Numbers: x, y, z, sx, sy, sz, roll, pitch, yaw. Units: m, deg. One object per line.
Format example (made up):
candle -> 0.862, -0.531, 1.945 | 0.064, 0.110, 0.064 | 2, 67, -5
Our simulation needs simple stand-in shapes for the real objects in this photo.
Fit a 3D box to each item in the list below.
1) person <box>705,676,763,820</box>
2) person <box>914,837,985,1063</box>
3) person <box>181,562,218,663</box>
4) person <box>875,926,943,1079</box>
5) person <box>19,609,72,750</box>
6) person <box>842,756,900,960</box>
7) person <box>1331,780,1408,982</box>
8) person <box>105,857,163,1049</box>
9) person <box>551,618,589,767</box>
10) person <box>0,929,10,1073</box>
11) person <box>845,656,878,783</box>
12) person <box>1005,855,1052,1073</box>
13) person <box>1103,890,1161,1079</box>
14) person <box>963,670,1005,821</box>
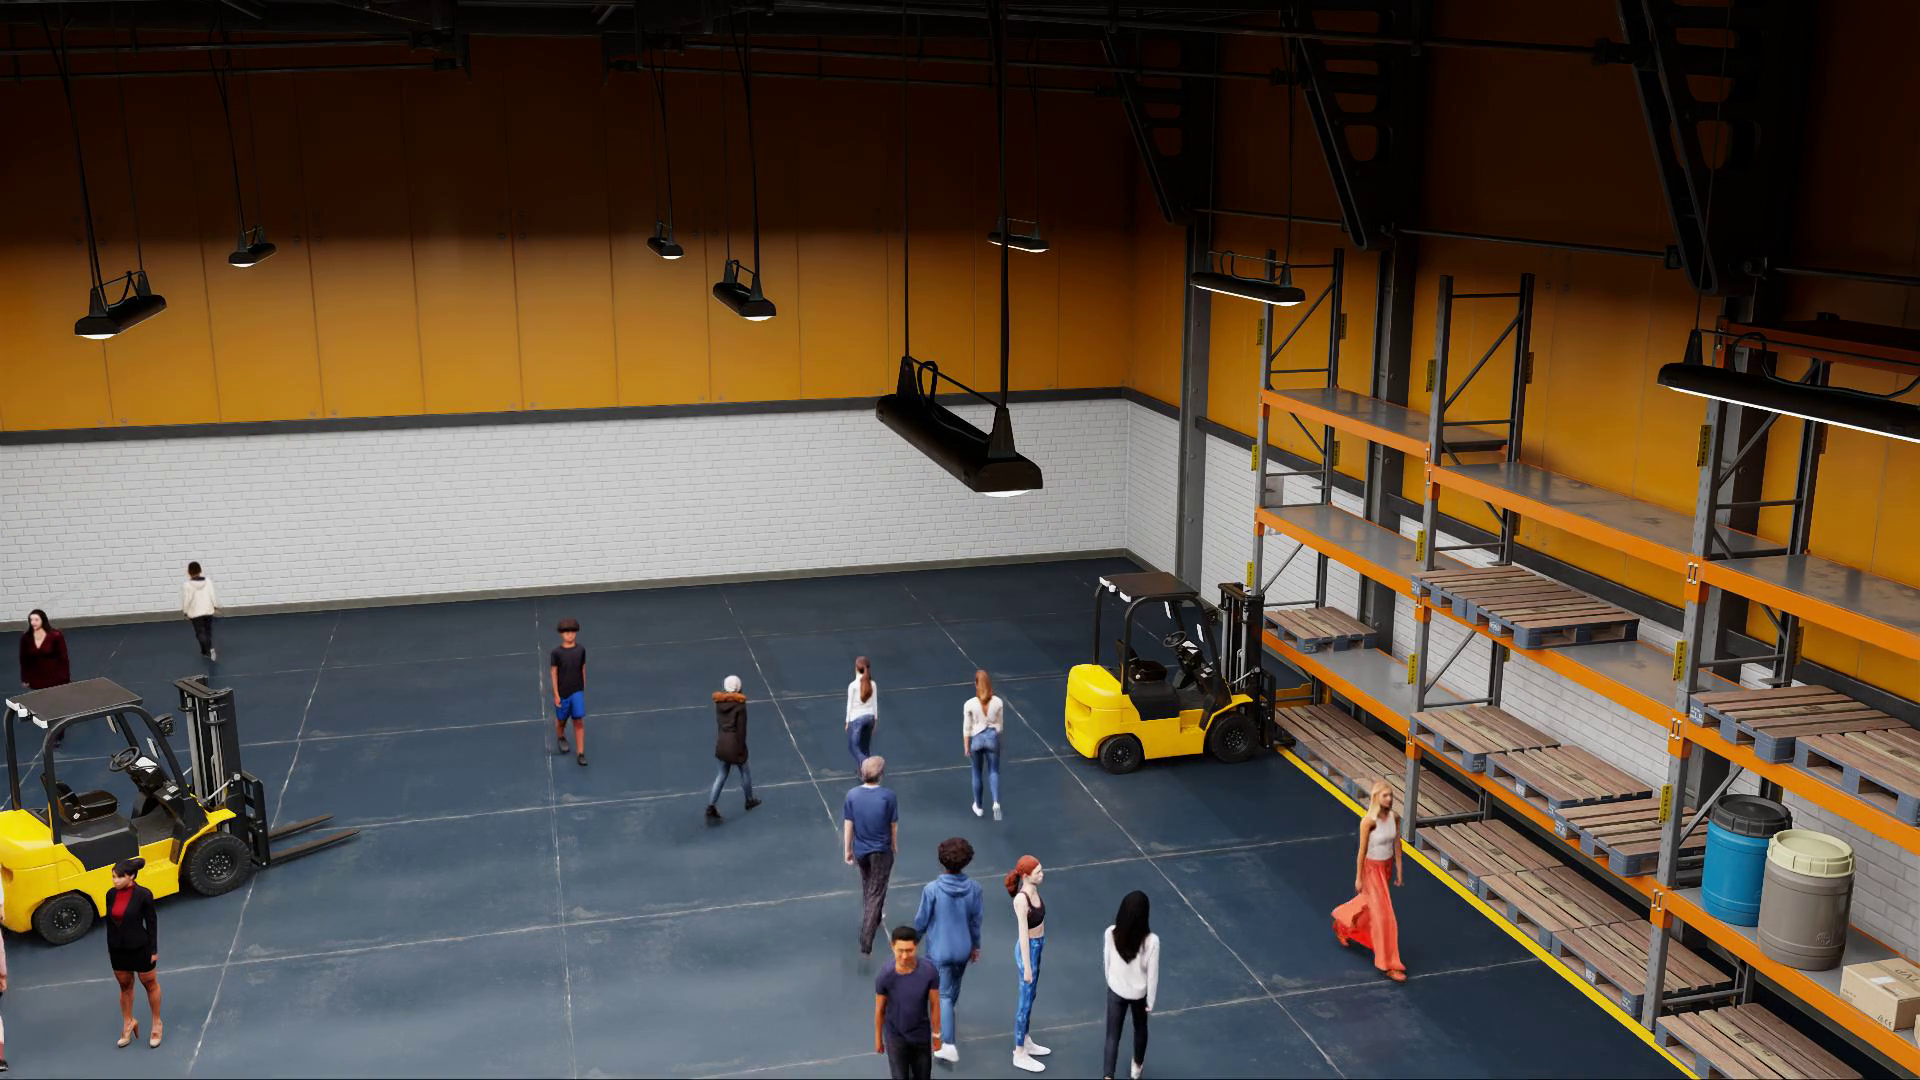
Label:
person -> -2.555, 2.301, 18.206 | 1.065, 1.600, 1.102 | 8, 16, 31
person -> -0.071, 3.354, 13.515 | 0.749, 1.761, 1.100 | -4, 14, -16
person -> -10.815, 1.050, 23.745 | 1.027, 1.424, 0.899 | 13, 19, 43
person -> -0.379, 3.635, 12.332 | 0.747, 1.772, 0.962 | -1, 14, -4
person -> -11.224, 1.674, 20.532 | 0.763, 1.724, 1.053 | -2, 14, -7
person -> -0.806, 2.920, 15.180 | 1.058, 1.821, 1.323 | 3, 14, 13
person -> 3.683, 2.999, 14.971 | 0.876, 1.765, 1.270 | -8, 16, -31
person -> -6.791, 3.384, 13.648 | 0.652, 1.639, 0.708 | 1, 14, 3
person -> -4.717, 1.792, 19.948 | 0.718, 1.769, 1.173 | -6, 15, -24
person -> -7.694, 3.503, 13.012 | 0.827, 1.708, 0.776 | 12, 18, 41
person -> -1.102, 2.110, 19.120 | 0.700, 1.541, 0.943 | -8, 16, -31
person -> 0.557, 3.374, 13.381 | 0.736, 1.785, 0.659 | 3, 14, 13
person -> 1.281, 3.552, 12.888 | 0.924, 1.672, 1.154 | 3, 14, 13
person -> 0.289, 2.263, 18.129 | 0.665, 1.710, 0.924 | -2, 14, -10
